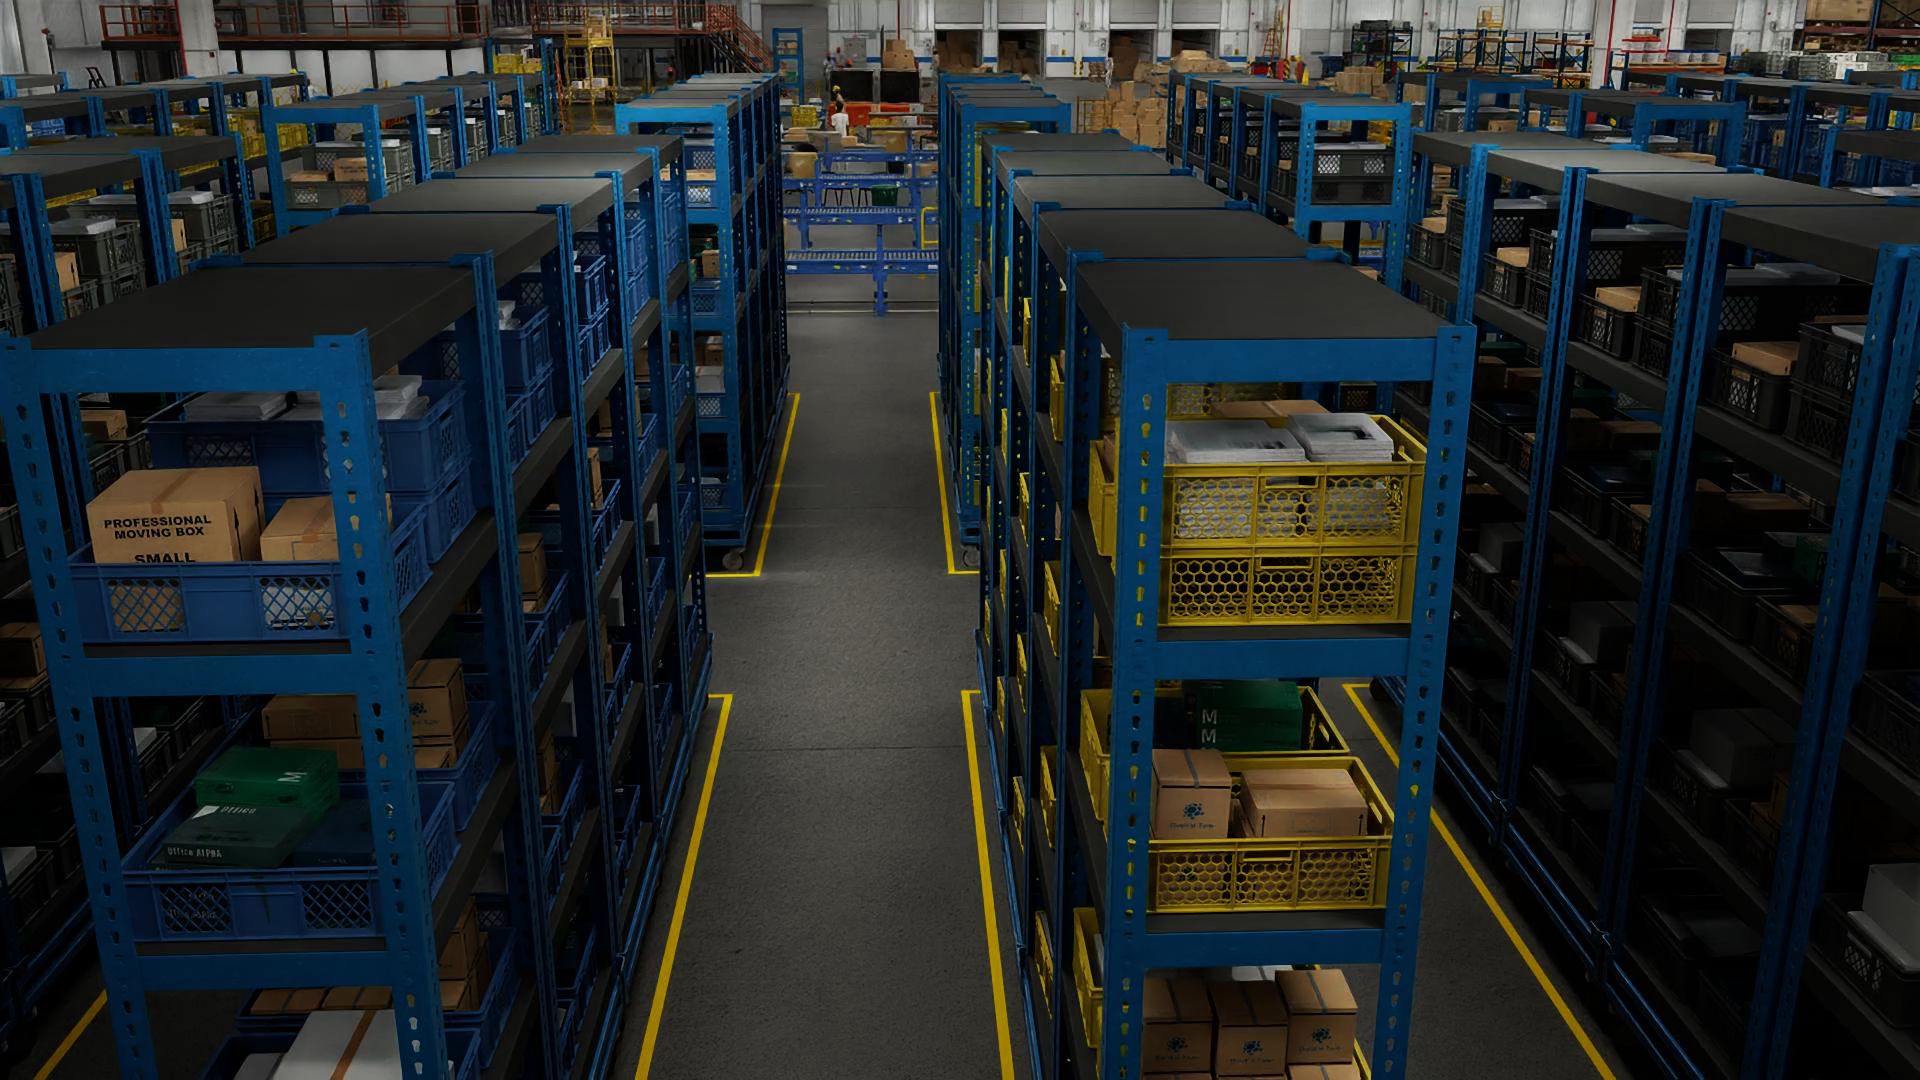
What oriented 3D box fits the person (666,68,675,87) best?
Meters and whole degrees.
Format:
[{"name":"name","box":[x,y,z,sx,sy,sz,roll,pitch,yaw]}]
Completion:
[{"name":"person","box":[-11.166,-17.169,63.934,0.724,1.922,0.553,-5,19,-15]}]

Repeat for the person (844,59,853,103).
[{"name":"person","box":[-4.663,-19.116,69.762,0.396,2.038,0.614,-3,18,-9]}]

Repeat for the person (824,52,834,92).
[{"name":"person","box":[-6.621,-23.590,83.805,0.548,1.922,0.681,-10,21,-29]}]

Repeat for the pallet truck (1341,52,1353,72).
[{"name":"pallet truck","box":[18.794,-23.123,82.231,0.823,1.965,1.885,-13,22,-35]}]

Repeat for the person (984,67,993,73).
[{"name":"person","box":[1.059,-16.414,61.401,0.536,2.000,0.688,-1,18,-3]}]

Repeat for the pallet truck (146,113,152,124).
[{"name":"pallet truck","box":[-18.087,-8.309,36.390,1.885,1.965,0.823,-1,18,-4]}]

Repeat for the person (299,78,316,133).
[{"name":"person","box":[-22.312,-14.883,56.938,0.604,1.864,0.422,-14,23,-37]}]

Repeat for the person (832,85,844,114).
[{"name":"person","box":[-3.977,-13.820,53.848,0.551,1.742,0.520,3,18,8]}]

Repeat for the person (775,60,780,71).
[{"name":"person","box":[-10.155,-26.165,92.169,0.811,1.668,0.527,-6,19,-19]}]

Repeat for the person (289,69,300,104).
[{"name":"person","box":[-25.042,-16.751,62.625,0.362,1.927,0.587,-17,24,-41]}]

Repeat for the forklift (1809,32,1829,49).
[{"name":"forklift","box":[45.950,-25.863,89.297,1.129,2.768,1.873,-1,18,-2]}]

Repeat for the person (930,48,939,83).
[{"name":"person","box":[-1.312,-26.250,92.060,0.855,1.902,0.586,8,19,22]}]

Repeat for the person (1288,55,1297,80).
[{"name":"person","box":[16.419,-22.969,81.994,0.533,1.849,0.581,15,23,39]}]

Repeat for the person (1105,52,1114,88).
[{"name":"person","box":[7.864,-24.769,87.573,0.429,1.842,0.634,13,22,35]}]

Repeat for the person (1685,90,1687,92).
[{"name":"person","box":[27.493,-16.786,63.147,0.702,1.678,0.540,7,19,21]}]

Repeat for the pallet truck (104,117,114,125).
[{"name":"pallet truck","box":[-18.367,-7.885,35.078,1.885,1.965,0.823,1,18,2]}]

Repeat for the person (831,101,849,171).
[{"name":"person","box":[-3.110,-10.397,43.055,0.530,1.871,0.323,-10,21,-29]}]

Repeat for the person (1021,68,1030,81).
[{"name":"person","box":[2.466,-17.320,64.470,1.050,1.883,0.645,7,19,22]}]

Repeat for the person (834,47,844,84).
[{"name":"person","box":[-6.707,-26.201,91.807,0.507,1.972,0.637,-16,24,-41]}]

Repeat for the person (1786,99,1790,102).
[{"name":"person","box":[29.044,-15.233,57.974,0.565,1.895,0.675,7,19,20]}]
